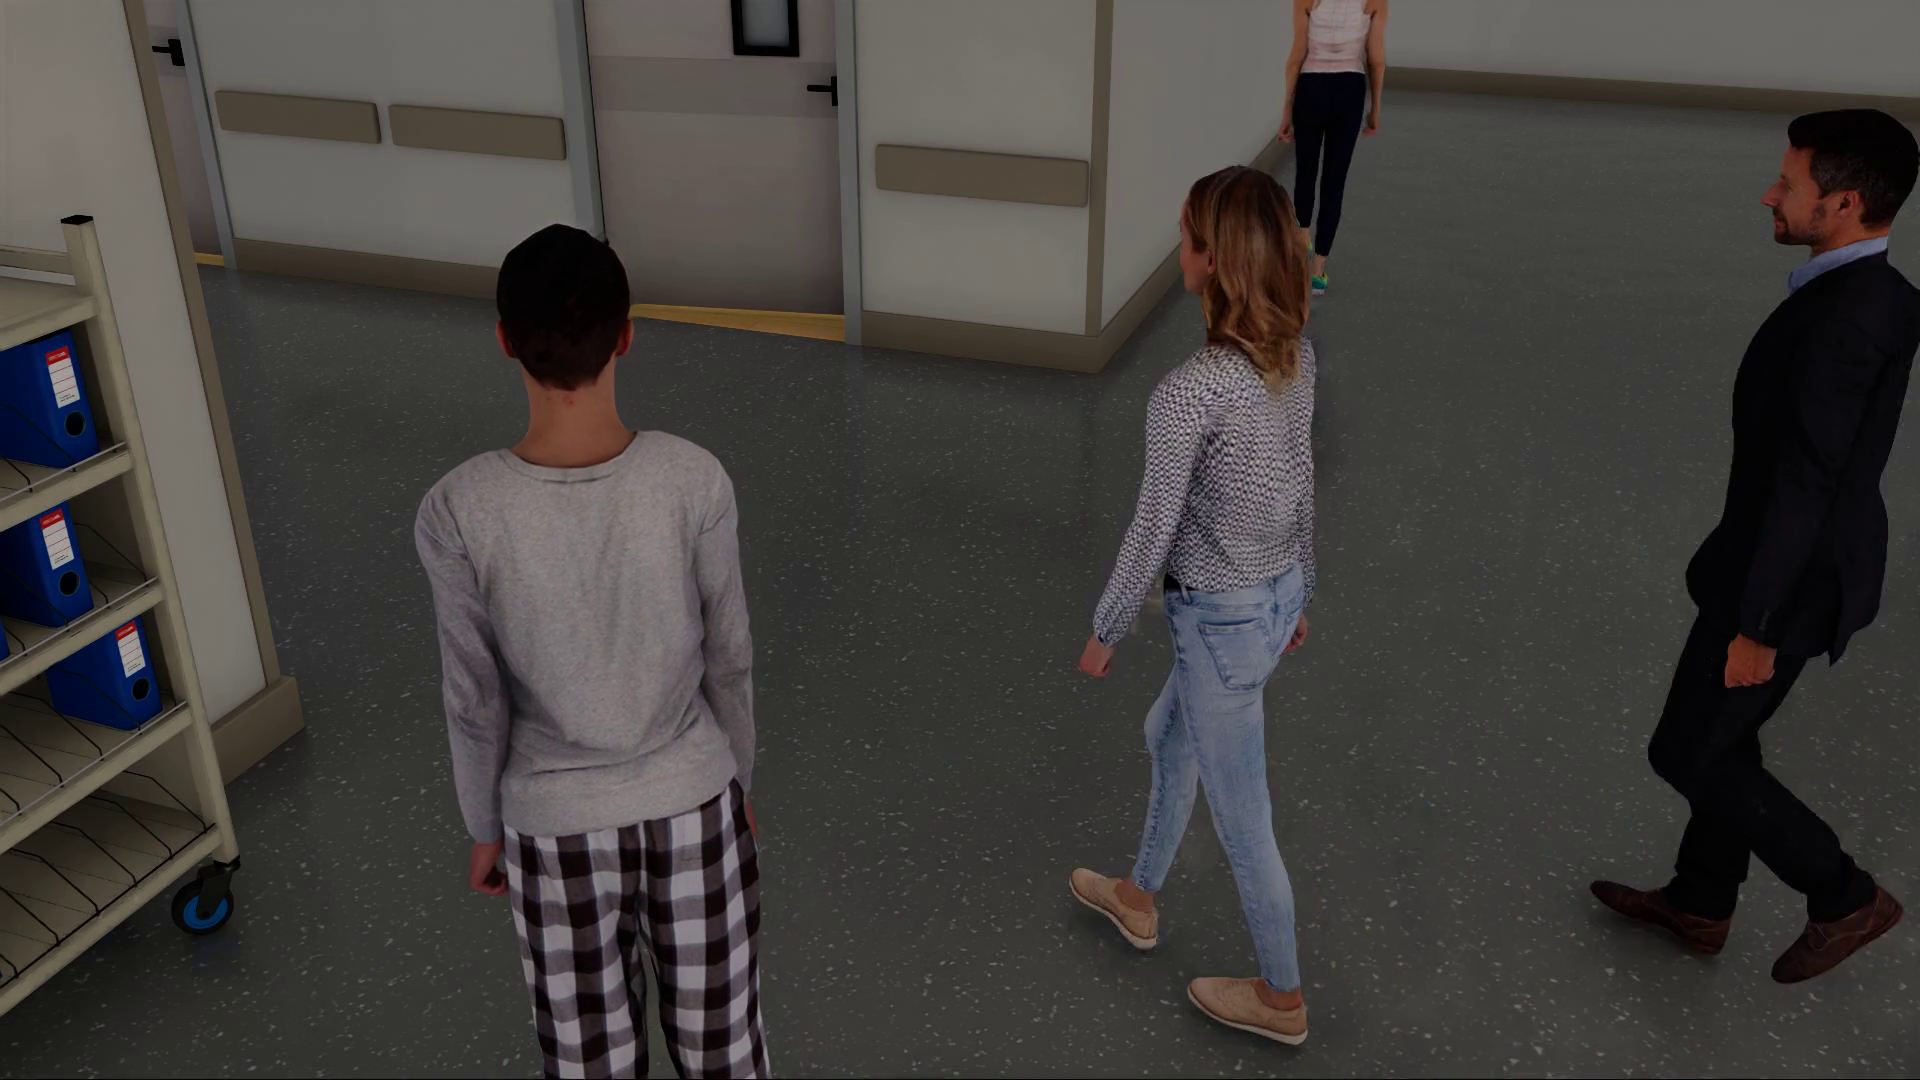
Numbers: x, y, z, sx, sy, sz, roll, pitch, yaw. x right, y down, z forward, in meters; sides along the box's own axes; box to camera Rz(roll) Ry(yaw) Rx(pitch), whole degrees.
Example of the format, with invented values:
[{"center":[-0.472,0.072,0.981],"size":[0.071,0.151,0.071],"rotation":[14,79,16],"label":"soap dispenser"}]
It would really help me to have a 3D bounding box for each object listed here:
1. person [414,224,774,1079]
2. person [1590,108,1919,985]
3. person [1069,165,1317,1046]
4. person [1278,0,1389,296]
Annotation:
[{"center":[-0.532,0.423,2.624],"size":[0.714,1.847,0.735],"rotation":[-7,27,-13],"label":"person"},{"center":[1.693,0.116,3.259],"size":[0.815,1.847,0.836],"rotation":[17,30,31],"label":"person"},{"center":[0.577,0.218,3.137],"size":[0.874,1.769,0.927],"rotation":[21,33,36],"label":"person"},{"center":[1.731,-1.989,7.822],"size":[0.682,1.676,0.967],"rotation":[6,26,13],"label":"person"}]
